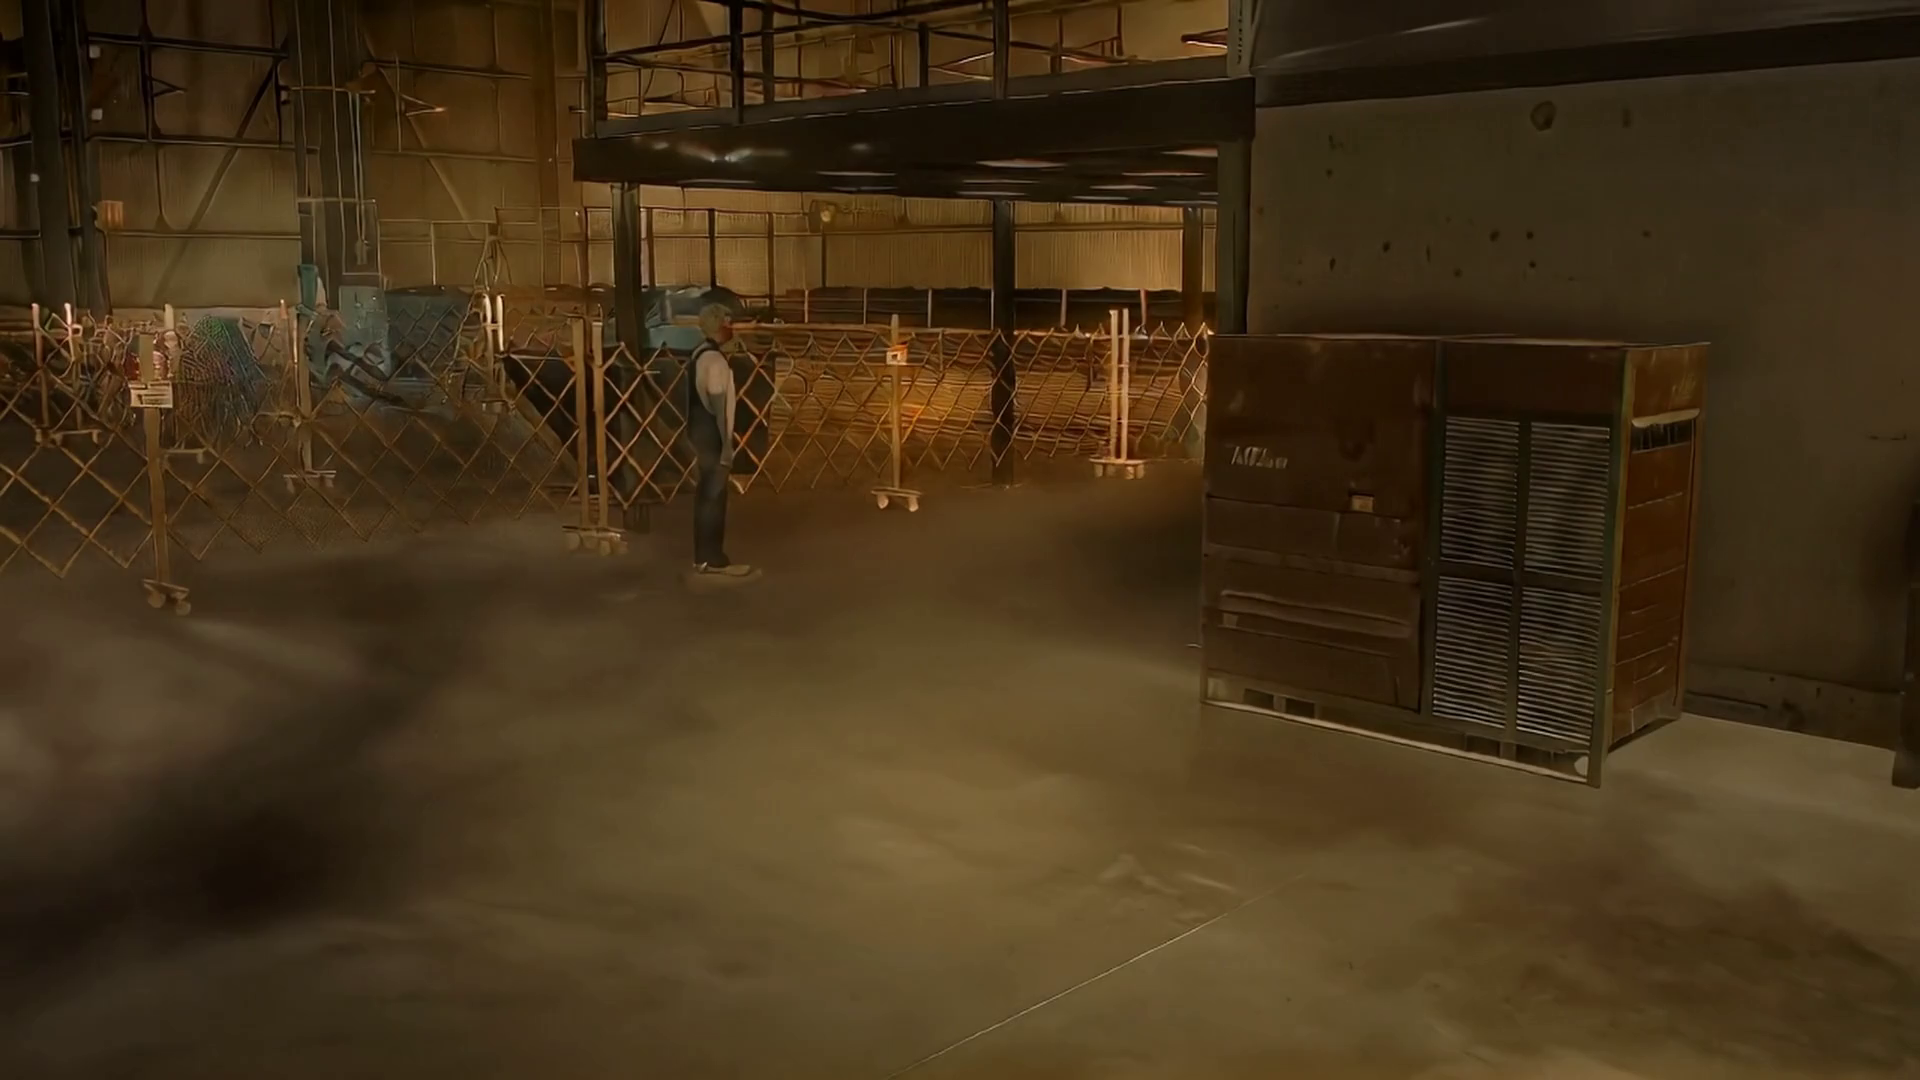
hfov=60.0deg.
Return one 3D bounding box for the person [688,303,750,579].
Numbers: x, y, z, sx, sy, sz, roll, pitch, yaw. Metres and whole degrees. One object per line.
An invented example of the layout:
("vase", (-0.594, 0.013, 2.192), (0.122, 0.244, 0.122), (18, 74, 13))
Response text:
("person", (-1.645, -0.662, 11.177), (0.330, 1.841, 0.520), (-5, 10, -27))
